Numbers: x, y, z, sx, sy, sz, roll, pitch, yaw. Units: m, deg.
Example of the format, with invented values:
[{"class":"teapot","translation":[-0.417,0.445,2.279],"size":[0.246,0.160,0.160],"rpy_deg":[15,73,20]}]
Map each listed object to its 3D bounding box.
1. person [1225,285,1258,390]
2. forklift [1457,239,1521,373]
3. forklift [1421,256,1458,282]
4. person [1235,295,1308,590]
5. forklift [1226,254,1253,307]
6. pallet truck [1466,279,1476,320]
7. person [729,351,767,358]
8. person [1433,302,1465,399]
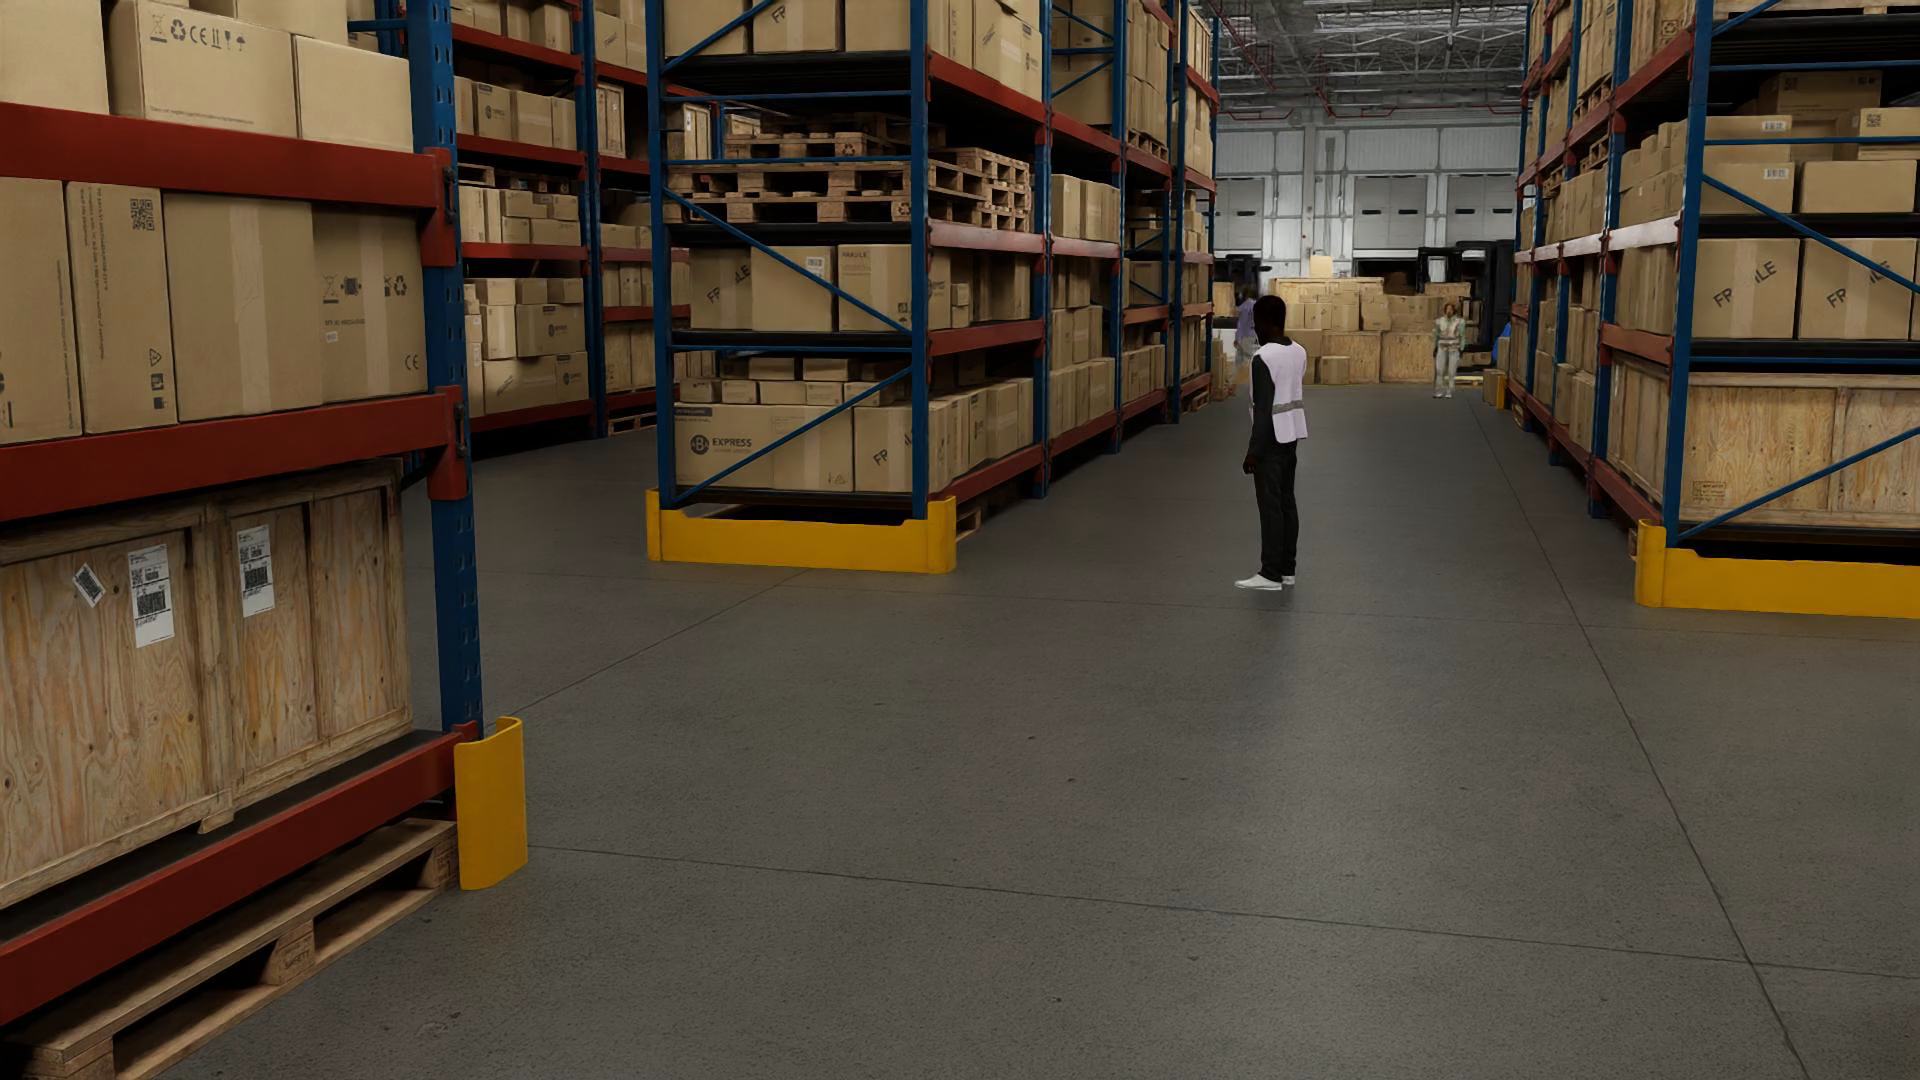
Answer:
[{"class":"person","translation":[5.110,-3.671,30.222],"size":[0.985,1.888,0.655],"rpy_deg":[4,10,25]},{"class":"forklift","translation":[11.532,-4.888,34.828],"size":[1.873,2.768,1.129],"rpy_deg":[7,12,39]},{"class":"forklift","translation":[12.355,-6.175,43.004],"size":[1.129,2.768,1.873],"rpy_deg":[2,9,15]},{"class":"person","translation":[2.045,-0.627,10.816],"size":[0.392,1.915,0.587],"rpy_deg":[6,11,35]},{"class":"forklift","translation":[9.270,-8.127,55.406],"size":[1.873,2.768,1.129],"rpy_deg":[-7,11,-38]},{"class":"pallet truck","translation":[18.896,-8.459,60.307],"size":[1.885,1.965,0.823],"rpy_deg":[5,10,31]},{"class":"person","translation":[-2.874,-2.510,22.790],"size":[0.712,1.912,0.455],"rpy_deg":[-6,11,-33]},{"class":"person","translation":[8.143,-3.152,27.784],"size":[0.546,1.606,0.745],"rpy_deg":[5,10,27]}]
